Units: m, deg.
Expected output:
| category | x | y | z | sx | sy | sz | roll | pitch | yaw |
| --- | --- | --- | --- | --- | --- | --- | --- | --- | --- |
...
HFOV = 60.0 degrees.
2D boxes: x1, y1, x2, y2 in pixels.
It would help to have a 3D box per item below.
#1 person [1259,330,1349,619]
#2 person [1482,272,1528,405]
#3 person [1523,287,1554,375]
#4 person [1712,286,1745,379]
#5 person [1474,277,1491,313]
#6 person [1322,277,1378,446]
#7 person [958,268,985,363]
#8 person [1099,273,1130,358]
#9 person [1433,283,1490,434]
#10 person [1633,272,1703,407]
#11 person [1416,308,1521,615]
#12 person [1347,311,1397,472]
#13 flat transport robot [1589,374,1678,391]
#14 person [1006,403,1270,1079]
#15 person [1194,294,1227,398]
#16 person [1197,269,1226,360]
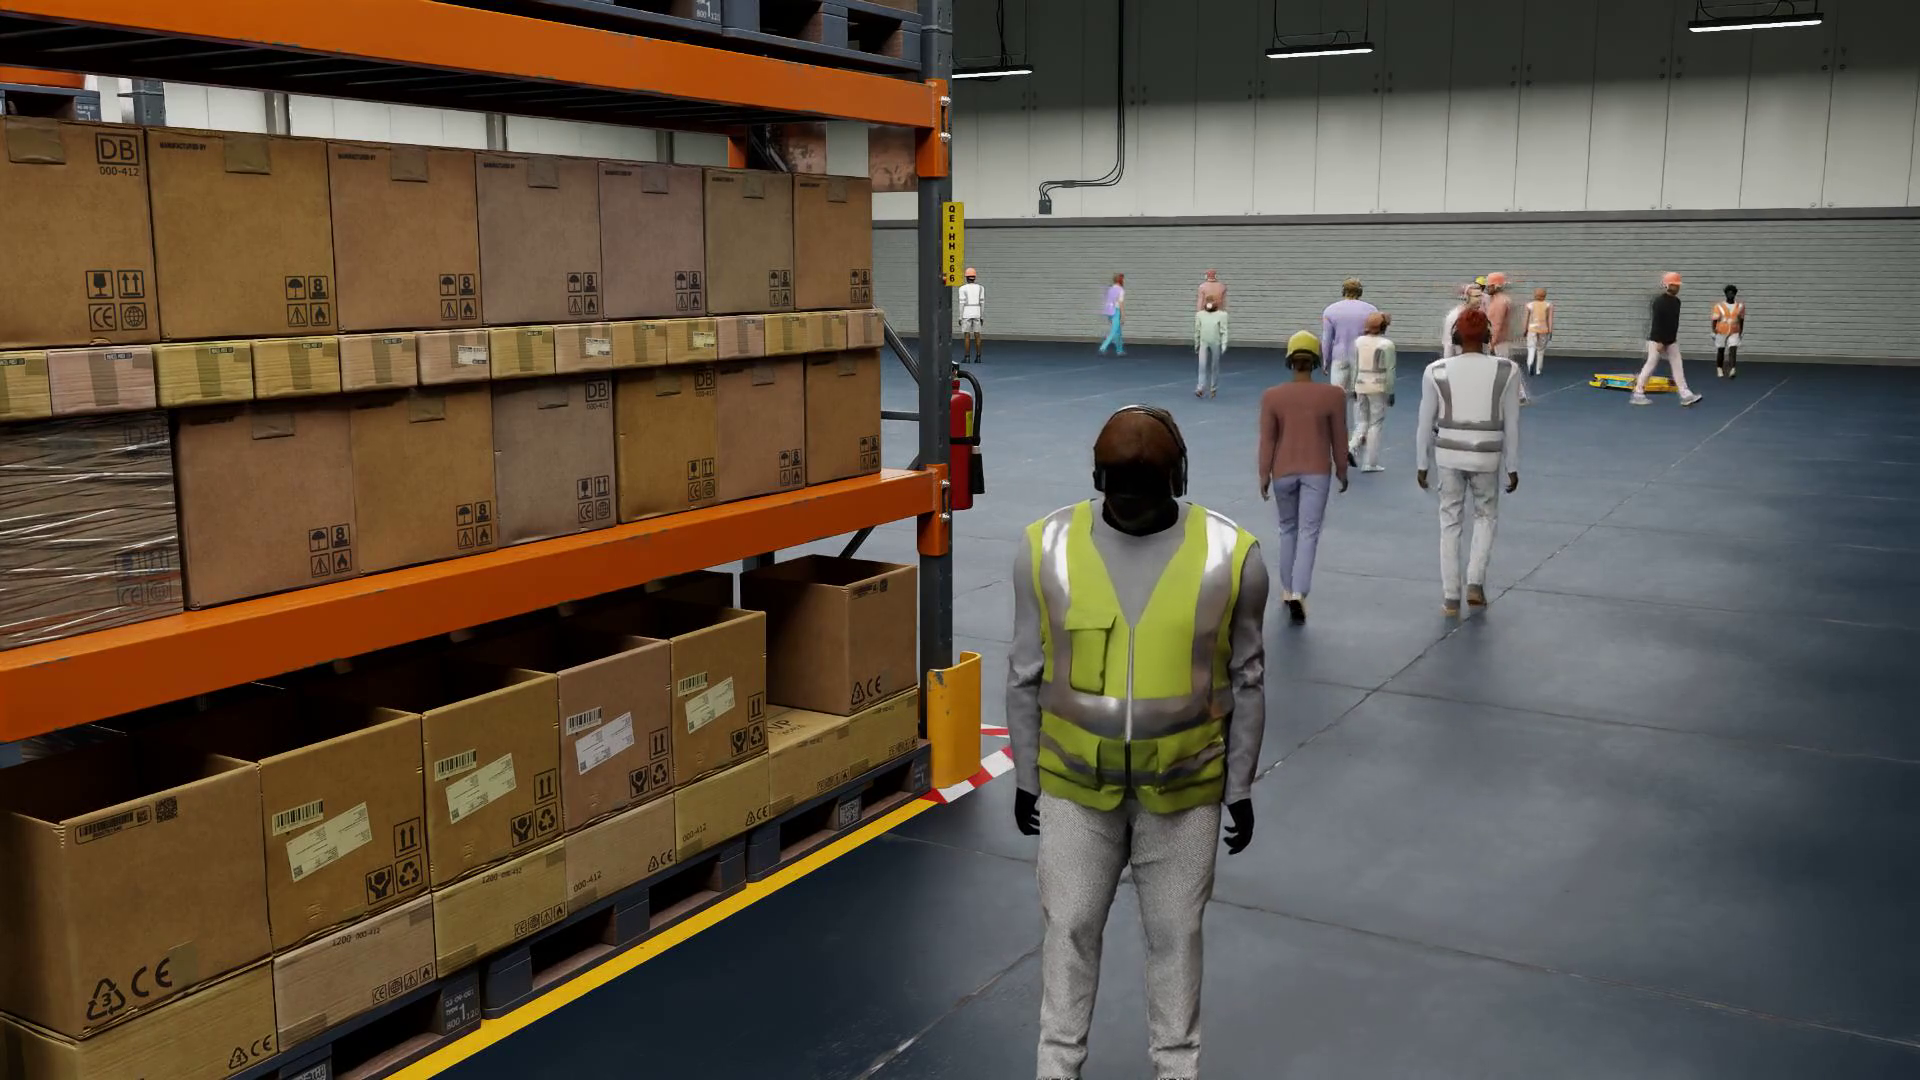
| category | x | y | z | sx | sy | sz | roll | pitch | yaw |
| --- | --- | --- | --- | --- | --- | --- | --- | --- | --- |
| person | 2.069 | -0.408 | 10.119 | 0.524 | 1.729 | 0.855 | 4 | 11 | 23 |
| person | 7.741 | -2.875 | 23.962 | 1.031 | 1.946 | 0.621 | 0 | 10 | 2 |
| person | 10.528 | -3.795 | 30.299 | 0.521 | 1.620 | 0.677 | 3 | 10 | 19 |
| person | 13.657 | -3.691 | 29.589 | 0.547 | 1.643 | 0.886 | 3 | 10 | 16 |
| person | 10.220 | -4.295 | 32.792 | 0.533 | 1.768 | 0.311 | 9 | 13 | 43 |
| person | 4.485 | -2.051 | 19.149 | 0.633 | 1.936 | 0.355 | 3 | 10 | 16 |
| person | 0.219 | -4.556 | 33.822 | 0.553 | 1.934 | 0.363 | -4 | 10 | -21 |
| person | 3.331 | -4.833 | 35.815 | 0.671 | 1.849 | 0.574 | -3 | 10 | -19 |
| person | 5.851 | -2.031 | 19.240 | 0.650 | 1.868 | 0.944 | -7 | 12 | -35 |
| person | 10.288 | -2.907 | 24.154 | 0.651 | 1.933 | 1.040 | -6 | 11 | -31 |
| person | 3.090 | -0.476 | 10.146 | 0.606 | 1.862 | 0.529 | 3 | 10 | 16 |
| person | 4.160 | -1.486 | 16.751 | 0.383 | 1.622 | 0.536 | -6 | 12 | -33 |
| flat transport robot | 10.959 | -2.569 | 27.052 | 0.652 | 0.197 | 1.431 | -3 | 10 | -15 |
| person | 0.418 | 0.586 | 4.016 | 0.624 | 1.836 | 0.430 | 1 | 10 | 9 |
| person | 3.816 | -2.959 | 25.451 | 0.523 | 1.585 | 0.825 | 4 | 10 | 20 |
| person | 5.276 | -4.749 | 35.057 | 0.642 | 1.902 | 0.399 | -3 | 10 | -18 |
